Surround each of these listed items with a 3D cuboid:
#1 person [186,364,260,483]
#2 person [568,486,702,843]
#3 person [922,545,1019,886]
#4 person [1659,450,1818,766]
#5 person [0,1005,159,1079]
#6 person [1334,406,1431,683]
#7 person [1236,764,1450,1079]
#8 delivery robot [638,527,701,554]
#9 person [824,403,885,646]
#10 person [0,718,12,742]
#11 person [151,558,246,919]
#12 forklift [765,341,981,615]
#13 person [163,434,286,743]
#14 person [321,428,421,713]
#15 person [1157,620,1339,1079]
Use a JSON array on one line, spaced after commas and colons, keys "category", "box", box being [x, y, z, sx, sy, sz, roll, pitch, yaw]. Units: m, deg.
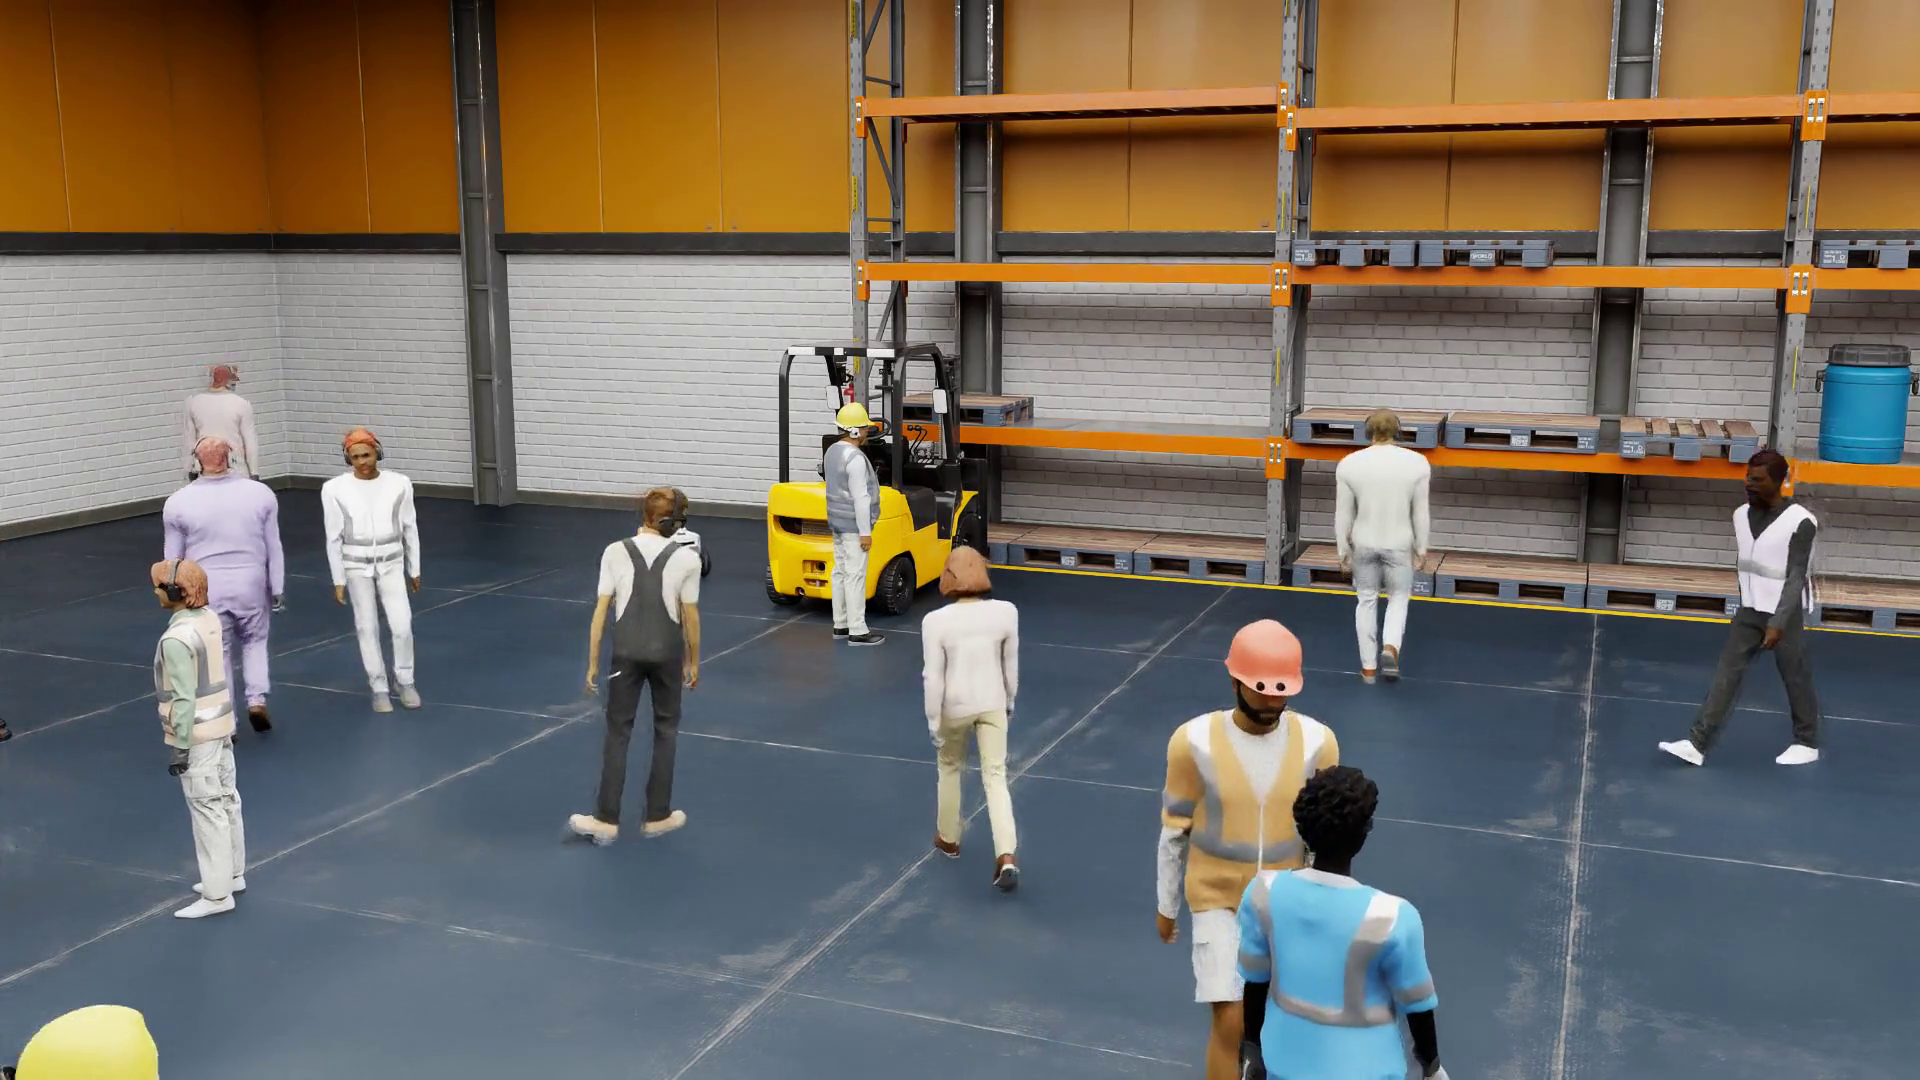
[{"category": "person", "box": [-6.944, -0.701, 15.681, 0.716, 1.892, 0.395, 1, 10, 5]}, {"category": "person", "box": [-1.658, 0.630, 8.477, 0.696, 1.803, 0.430, -1, 10, -6]}, {"category": "person", "box": [0.072, 0.825, 7.957, 0.498, 1.600, 0.806, -2, 10, -14]}, {"category": "person", "box": [4.590, 0.414, 9.550, 1.047, 1.852, 0.595, -4, 11, -19]}, {"category": "person", "box": [-1.557, 1.667, 2.896, 0.419, 1.733, 0.561, 2, 10, 12]}, {"category": "person", "box": [2.857, 0.055, 11.319, 0.635, 1.926, 0.552, 3, 11, 15]}, {"category": "person", "box": [1.032, 1.412, 4.512, 0.751, 1.660, 0.537, -10, 14, -44]}, {"category": "delivery robot", "box": [-2.651, 0.011, 15.134, 0.477, 0.478, 0.707, -7, 12, -34]}, {"category": "person", "box": [-0.802, -0.121, 12.573, 0.403, 1.833, 0.586, -5, 11, -27]}, {"category": "person", "box": [-6.054, 0.271, 10.088, 0.353, 1.942, 0.546, -7, 12, -33]}, {"category": "person", "box": [-3.438, 0.885, 7.505, 0.315, 1.640, 0.515, -1, 10, -7]}, {"category": "forklift", "box": [-0.739, -0.602, 14.246, 1.214, 2.155, 2.313, 4, 11, 21]}, {"category": "person", "box": [-4.455, 0.297, 10.086, 0.665, 1.887, 0.433, -6, 12, -30]}, {"category": "person", "box": [-3.752, 0.208, 10.666, 0.585, 1.860, 0.505, -5, 11, -26]}, {"category": "person", "box": [0.922, 1.135, 5.464, 0.544, 1.891, 0.981, -1, 10, -4]}]
